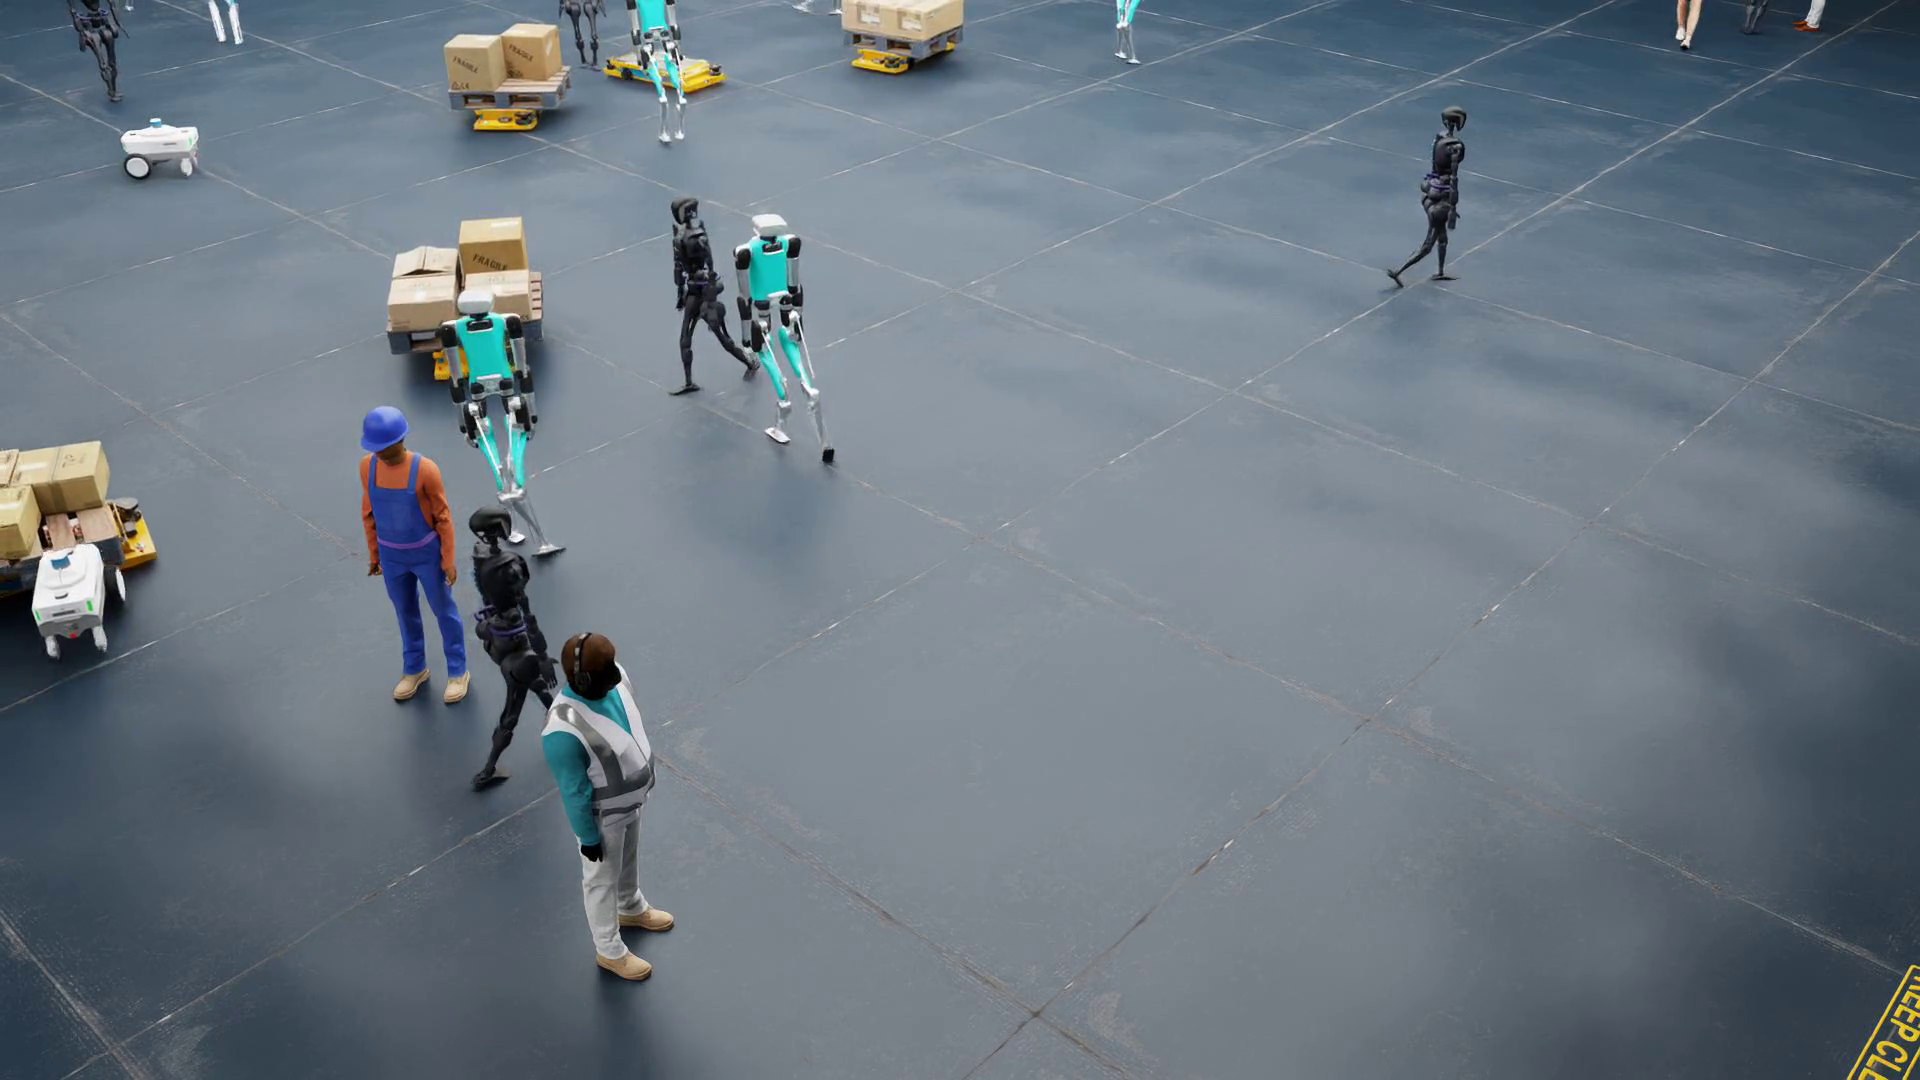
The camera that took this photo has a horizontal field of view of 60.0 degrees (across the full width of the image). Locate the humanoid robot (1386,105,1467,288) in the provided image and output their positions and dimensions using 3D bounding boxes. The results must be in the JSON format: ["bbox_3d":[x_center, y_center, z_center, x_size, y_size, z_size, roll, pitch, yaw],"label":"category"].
[{"bbox_3d":[4.200,-3.046,14.758,0.722,1.642,0.595,-3,32,-5],"label":"humanoid robot"}]

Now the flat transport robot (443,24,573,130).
[{"bbox_3d":[-5.164,-5.054,19.292,0.659,0.231,1.431,0,32,0],"label":"flat transport robot"}]

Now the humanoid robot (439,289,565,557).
[{"bbox_3d":[-2.997,-0.678,10.855,0.588,1.769,0.881,-7,33,-12],"label":"humanoid robot"}]

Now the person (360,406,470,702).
[{"bbox_3d":[-3.120,0.083,9.474,0.522,1.903,0.370,4,32,7],"label":"person"}]

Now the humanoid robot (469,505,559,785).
[{"bbox_3d":[-2.415,0.535,9.005,0.797,1.622,0.600,-25,40,-34],"label":"humanoid robot"}]

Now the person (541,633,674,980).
[{"bbox_3d":[-1.616,1.210,7.714,0.429,1.846,0.626,6,32,10],"label":"person"}]

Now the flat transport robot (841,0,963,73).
[{"bbox_3d":[-0.709,-6.240,21.202,0.659,0.231,1.431,18,36,26],"label":"flat transport robot"}]

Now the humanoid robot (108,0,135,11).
[{"bbox_3d":[-11.741,-8.139,22.911,0.707,1.822,0.550,20,37,29],"label":"humanoid robot"}]

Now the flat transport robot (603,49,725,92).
[{"bbox_3d":[-3.653,-5.789,20.476,1.431,0.231,0.659,20,37,29],"label":"flat transport robot"}]

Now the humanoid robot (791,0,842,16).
[{"bbox_3d":[-1.854,-7.921,22.515,1.009,1.724,0.543,10,33,16],"label":"humanoid robot"}]

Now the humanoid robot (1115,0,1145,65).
[{"bbox_3d":[2.083,-6.857,20.803,0.600,1.776,0.861,11,34,17],"label":"humanoid robot"}]

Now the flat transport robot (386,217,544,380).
[{"bbox_3d":[-4.091,-1.737,13.950,0.659,0.231,1.431,-6,32,-10],"label":"flat transport robot"}]

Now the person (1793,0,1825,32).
[{"bbox_3d":[11.482,-7.703,22.091,0.363,1.825,0.503,12,34,19],"label":"person"}]

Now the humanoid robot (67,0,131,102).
[{"bbox_3d":[-10.026,-5.978,19.454,0.562,1.646,0.594,20,37,29],"label":"humanoid robot"}]

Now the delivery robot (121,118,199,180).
[{"bbox_3d":[-8.442,-4.137,17.544,0.765,0.594,0.513,-6,32,-10],"label":"delivery robot"}]

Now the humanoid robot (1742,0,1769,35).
[{"bbox_3d":[10.617,-7.541,21.986,0.327,1.644,0.602,-10,33,-15],"label":"humanoid robot"}]

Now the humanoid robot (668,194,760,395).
[{"bbox_3d":[-1.977,-1.923,12.980,0.791,1.634,0.585,-24,39,-33],"label":"humanoid robot"}]

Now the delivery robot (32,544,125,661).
[{"bbox_3d":[-5.526,0.341,10.353,0.499,0.614,0.817,-11,34,-18],"label":"delivery robot"}]

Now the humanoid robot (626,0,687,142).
[{"bbox_3d":[-3.257,-5.206,18.143,0.551,1.746,0.846,-10,33,-15],"label":"humanoid robot"}]

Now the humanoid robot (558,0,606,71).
[{"bbox_3d":[-4.682,-6.653,20.529,0.584,1.650,0.380,-5,32,-8],"label":"humanoid robot"}]

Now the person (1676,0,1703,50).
[{"bbox_3d":[9.478,-7.296,21.433,0.536,1.808,0.988,13,34,20],"label":"person"}]

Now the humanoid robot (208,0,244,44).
[{"bbox_3d":[-9.675,-7.351,21.574,0.541,1.772,0.659,-4,32,-6],"label":"humanoid robot"}]

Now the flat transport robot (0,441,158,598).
[{"bbox_3d":[-6.131,0.110,10.976,1.431,0.231,0.659,-18,36,-27],"label":"flat transport robot"}]

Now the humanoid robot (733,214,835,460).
[{"bbox_3d":[-1.202,-1.384,12.049,0.551,1.830,0.879,-22,38,-31],"label":"humanoid robot"}]
